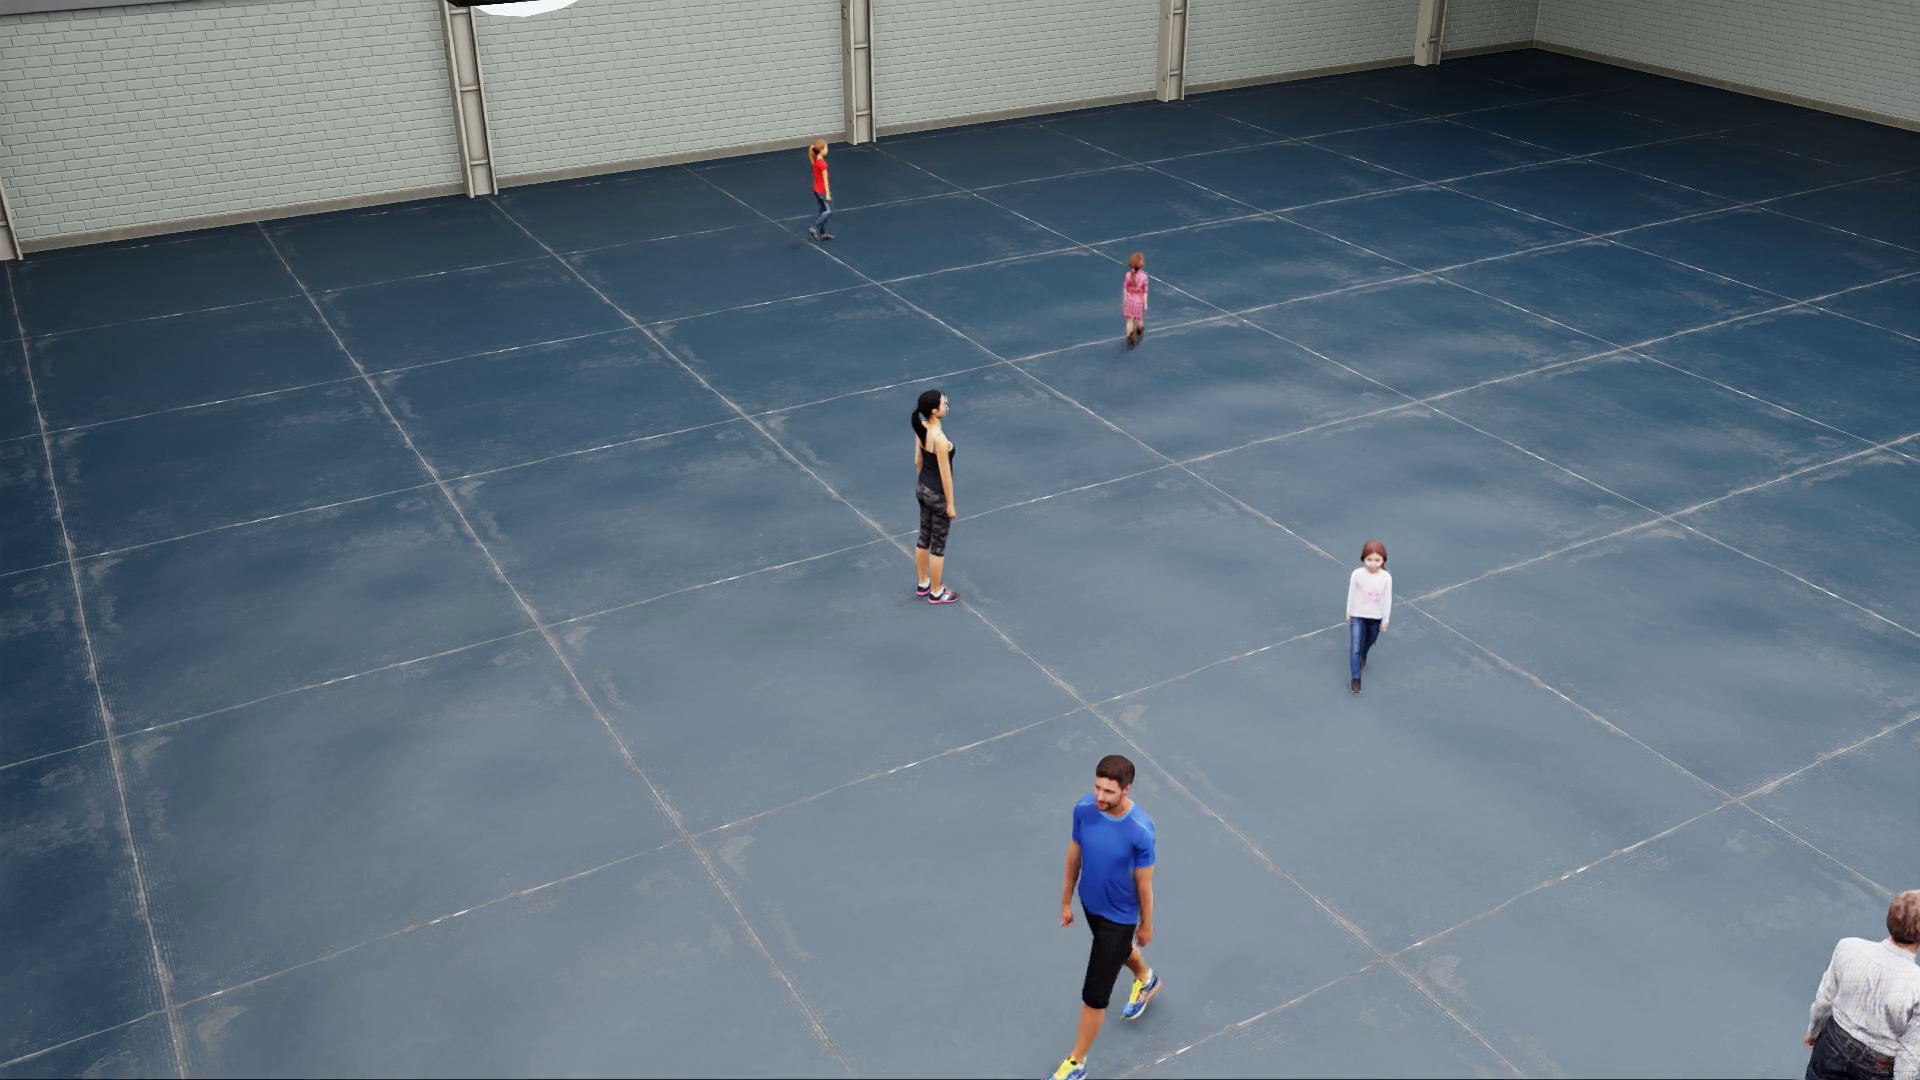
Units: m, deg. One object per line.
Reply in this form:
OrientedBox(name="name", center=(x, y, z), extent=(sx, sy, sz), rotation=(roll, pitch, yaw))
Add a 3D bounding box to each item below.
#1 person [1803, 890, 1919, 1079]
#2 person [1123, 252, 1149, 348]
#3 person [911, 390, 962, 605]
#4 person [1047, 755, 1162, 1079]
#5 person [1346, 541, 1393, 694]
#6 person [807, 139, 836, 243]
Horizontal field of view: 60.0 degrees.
OrientedBox(name="person", center=(3.986, 2.349, 7.445), extent=(1.214, 1.788, 0.776), rotation=(-20, 34, -34))
OrientedBox(name="person", center=(1.863, -2.563, 17.845), extent=(0.691, 0.999, 0.772), rotation=(9, 29, 17))
OrientedBox(name="person", center=(-0.208, -0.337, 12.724), extent=(0.535, 1.730, 0.574), rotation=(-16, 31, -28))
OrientedBox(name="person", center=(0.813, 1.830, 8.413), extent=(0.884, 1.823, 1.314), rotation=(22, 35, 36))
OrientedBox(name="person", center=(2.891, 0.495, 11.804), extent=(0.759, 1.092, 0.783), rotation=(4, 28, 8))
OrientedBox(name="person", center=(-1.807, -4.415, 21.109), extent=(0.614, 1.304, 0.500), rotation=(-14, 30, -25))
